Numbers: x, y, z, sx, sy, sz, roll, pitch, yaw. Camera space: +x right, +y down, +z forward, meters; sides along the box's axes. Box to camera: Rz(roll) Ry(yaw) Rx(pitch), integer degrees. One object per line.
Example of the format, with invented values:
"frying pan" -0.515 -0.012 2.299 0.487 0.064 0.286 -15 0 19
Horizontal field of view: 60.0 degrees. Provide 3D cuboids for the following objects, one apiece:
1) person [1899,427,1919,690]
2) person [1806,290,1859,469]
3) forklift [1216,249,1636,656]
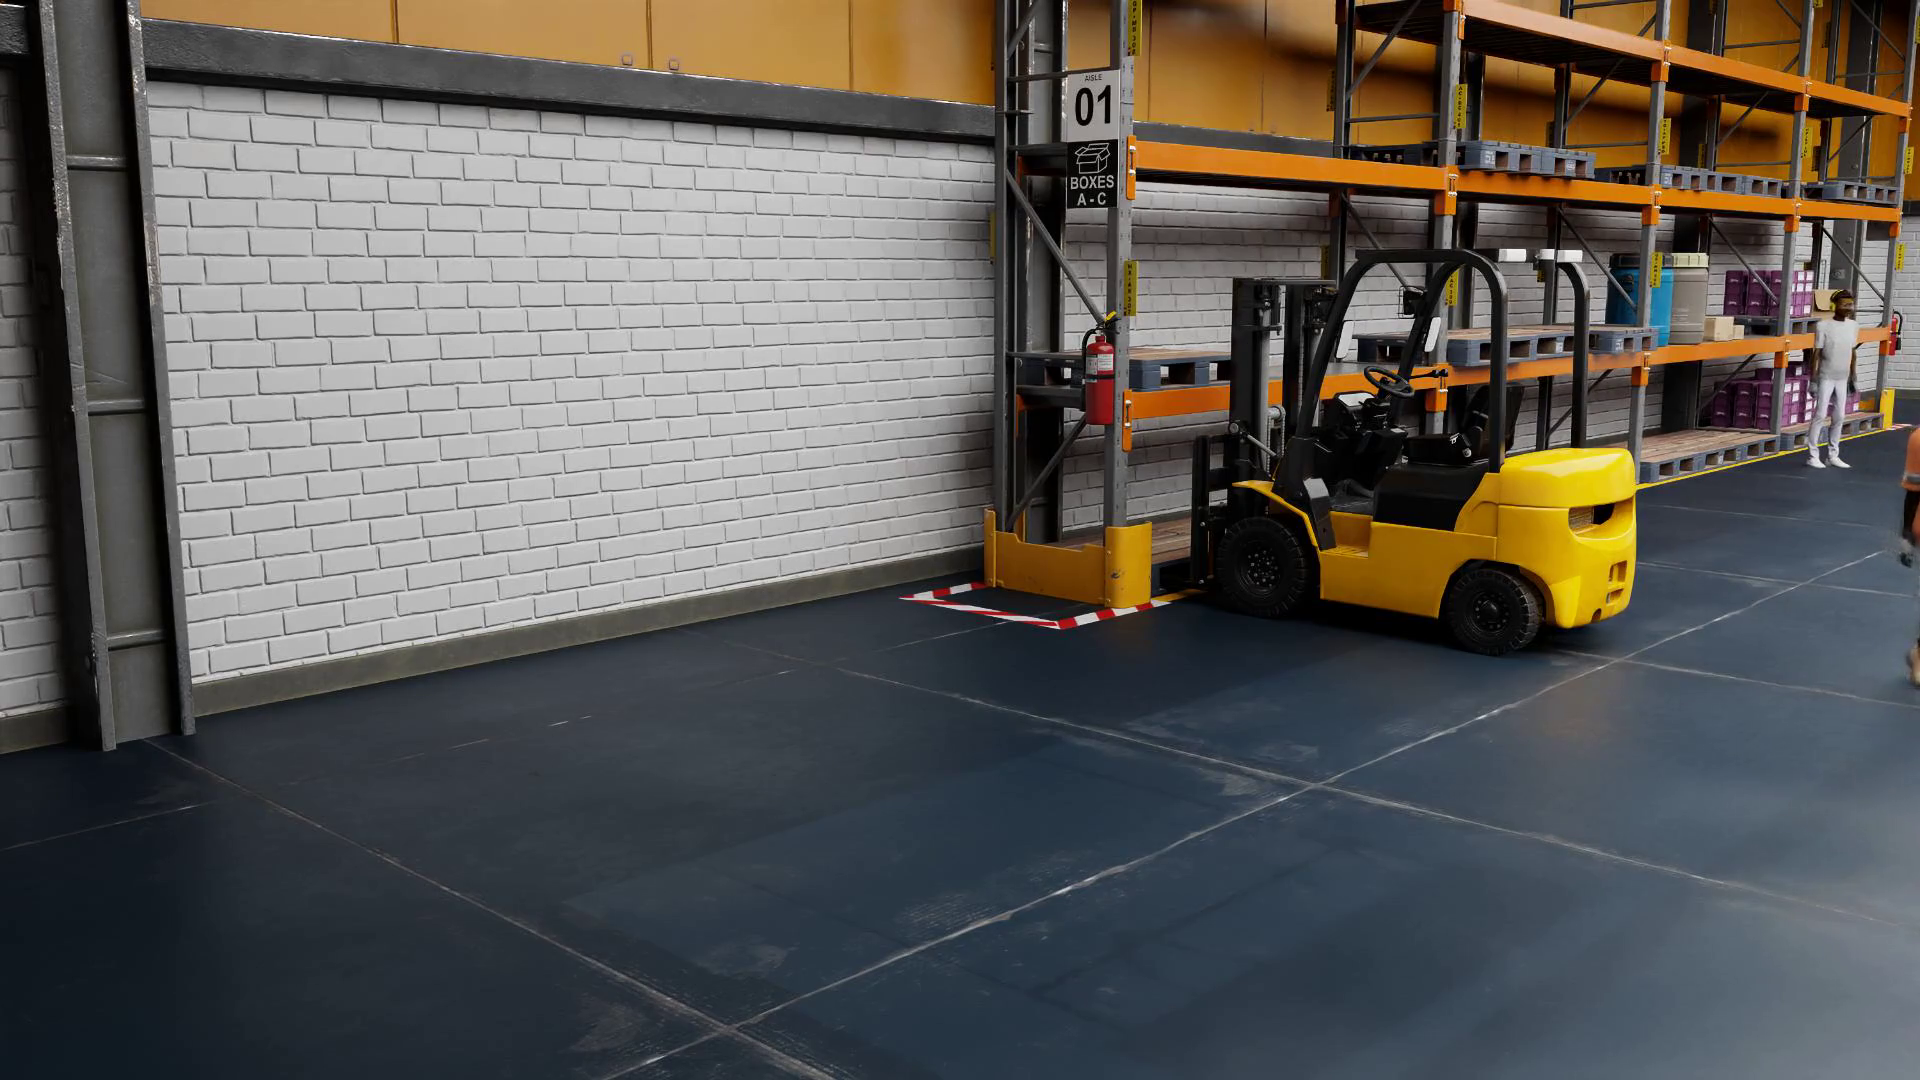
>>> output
"person" 4.692 -0.030 7.854 0.537 1.668 0.817 0 9 3
"person" 9.088 -1.665 17.288 0.538 1.860 0.327 -2 9 -11
"forklift" 2.710 -0.584 9.626 2.313 2.155 1.214 9 13 43
